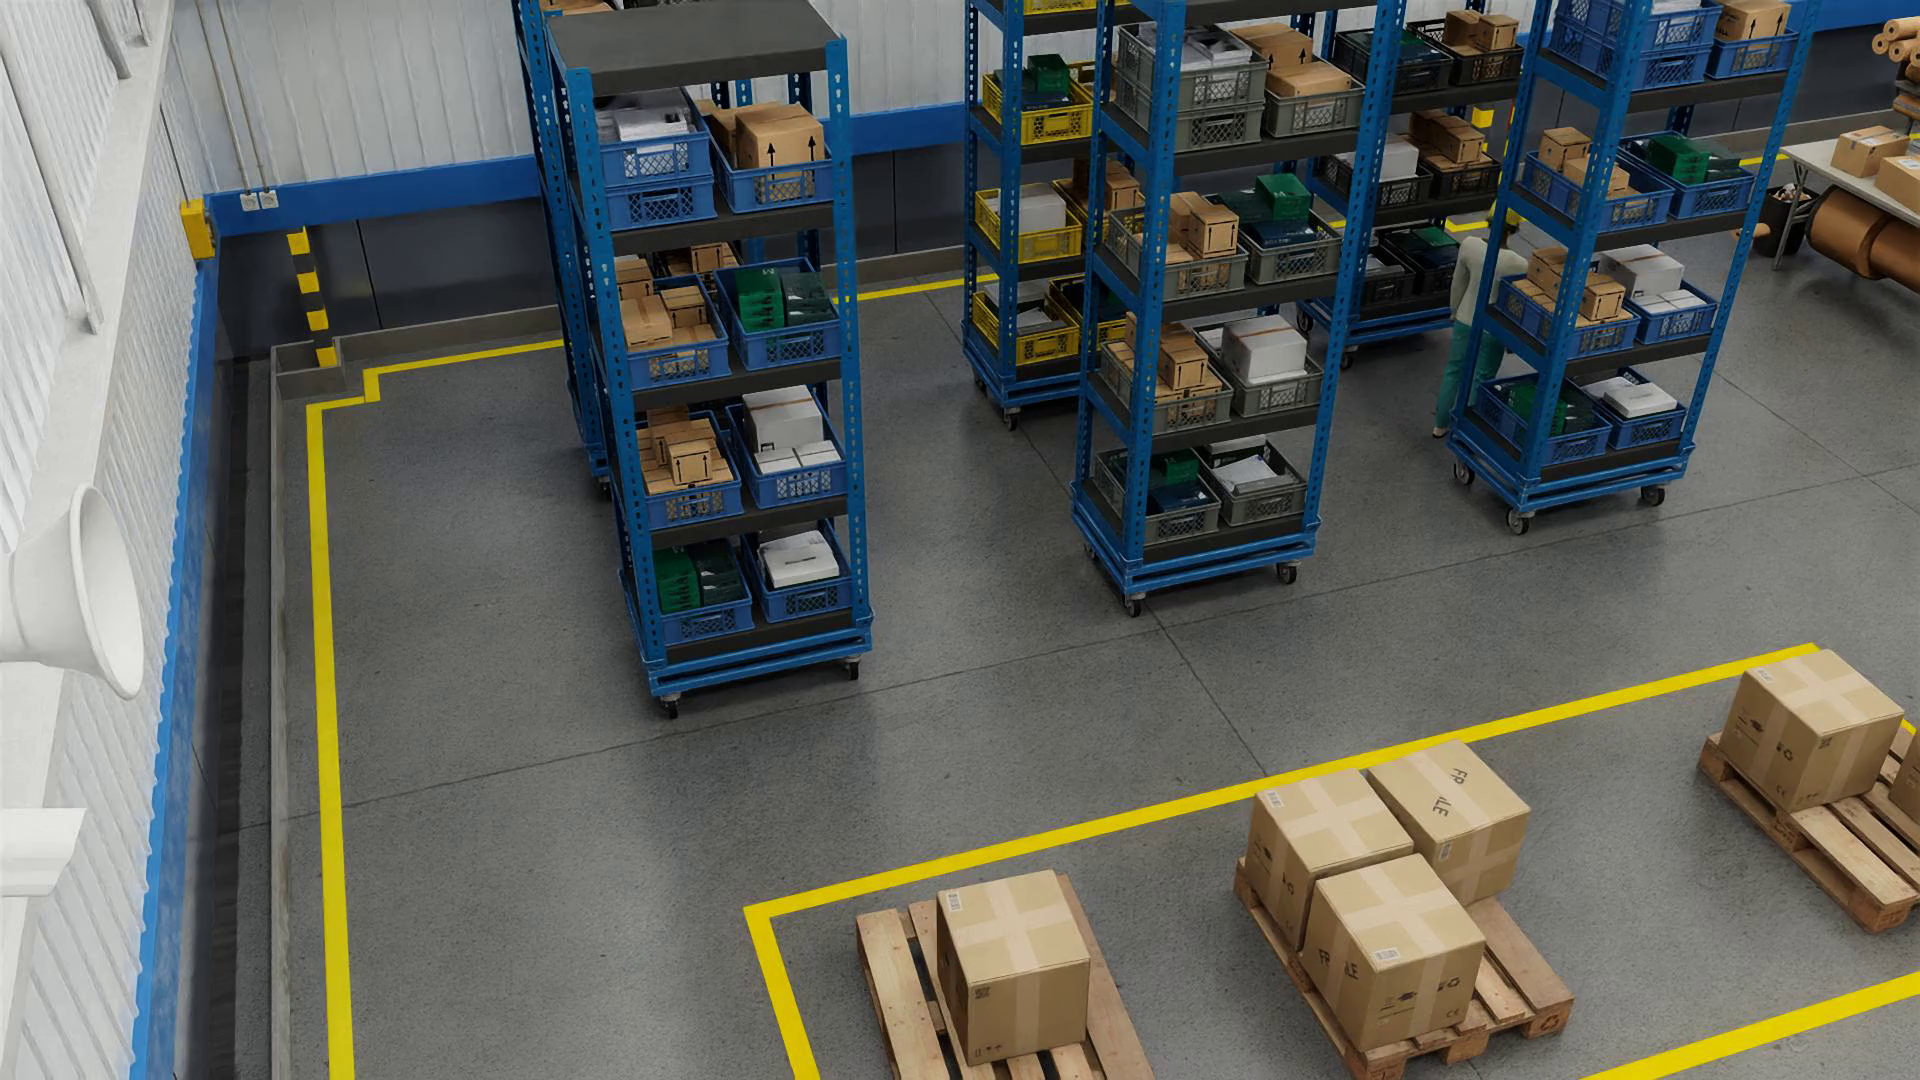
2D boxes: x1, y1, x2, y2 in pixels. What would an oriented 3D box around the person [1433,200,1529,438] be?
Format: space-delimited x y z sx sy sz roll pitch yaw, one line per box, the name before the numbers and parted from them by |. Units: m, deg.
person | 3.388 -1.397 10.737 0.313 1.767 0.532 -25 42 -31
